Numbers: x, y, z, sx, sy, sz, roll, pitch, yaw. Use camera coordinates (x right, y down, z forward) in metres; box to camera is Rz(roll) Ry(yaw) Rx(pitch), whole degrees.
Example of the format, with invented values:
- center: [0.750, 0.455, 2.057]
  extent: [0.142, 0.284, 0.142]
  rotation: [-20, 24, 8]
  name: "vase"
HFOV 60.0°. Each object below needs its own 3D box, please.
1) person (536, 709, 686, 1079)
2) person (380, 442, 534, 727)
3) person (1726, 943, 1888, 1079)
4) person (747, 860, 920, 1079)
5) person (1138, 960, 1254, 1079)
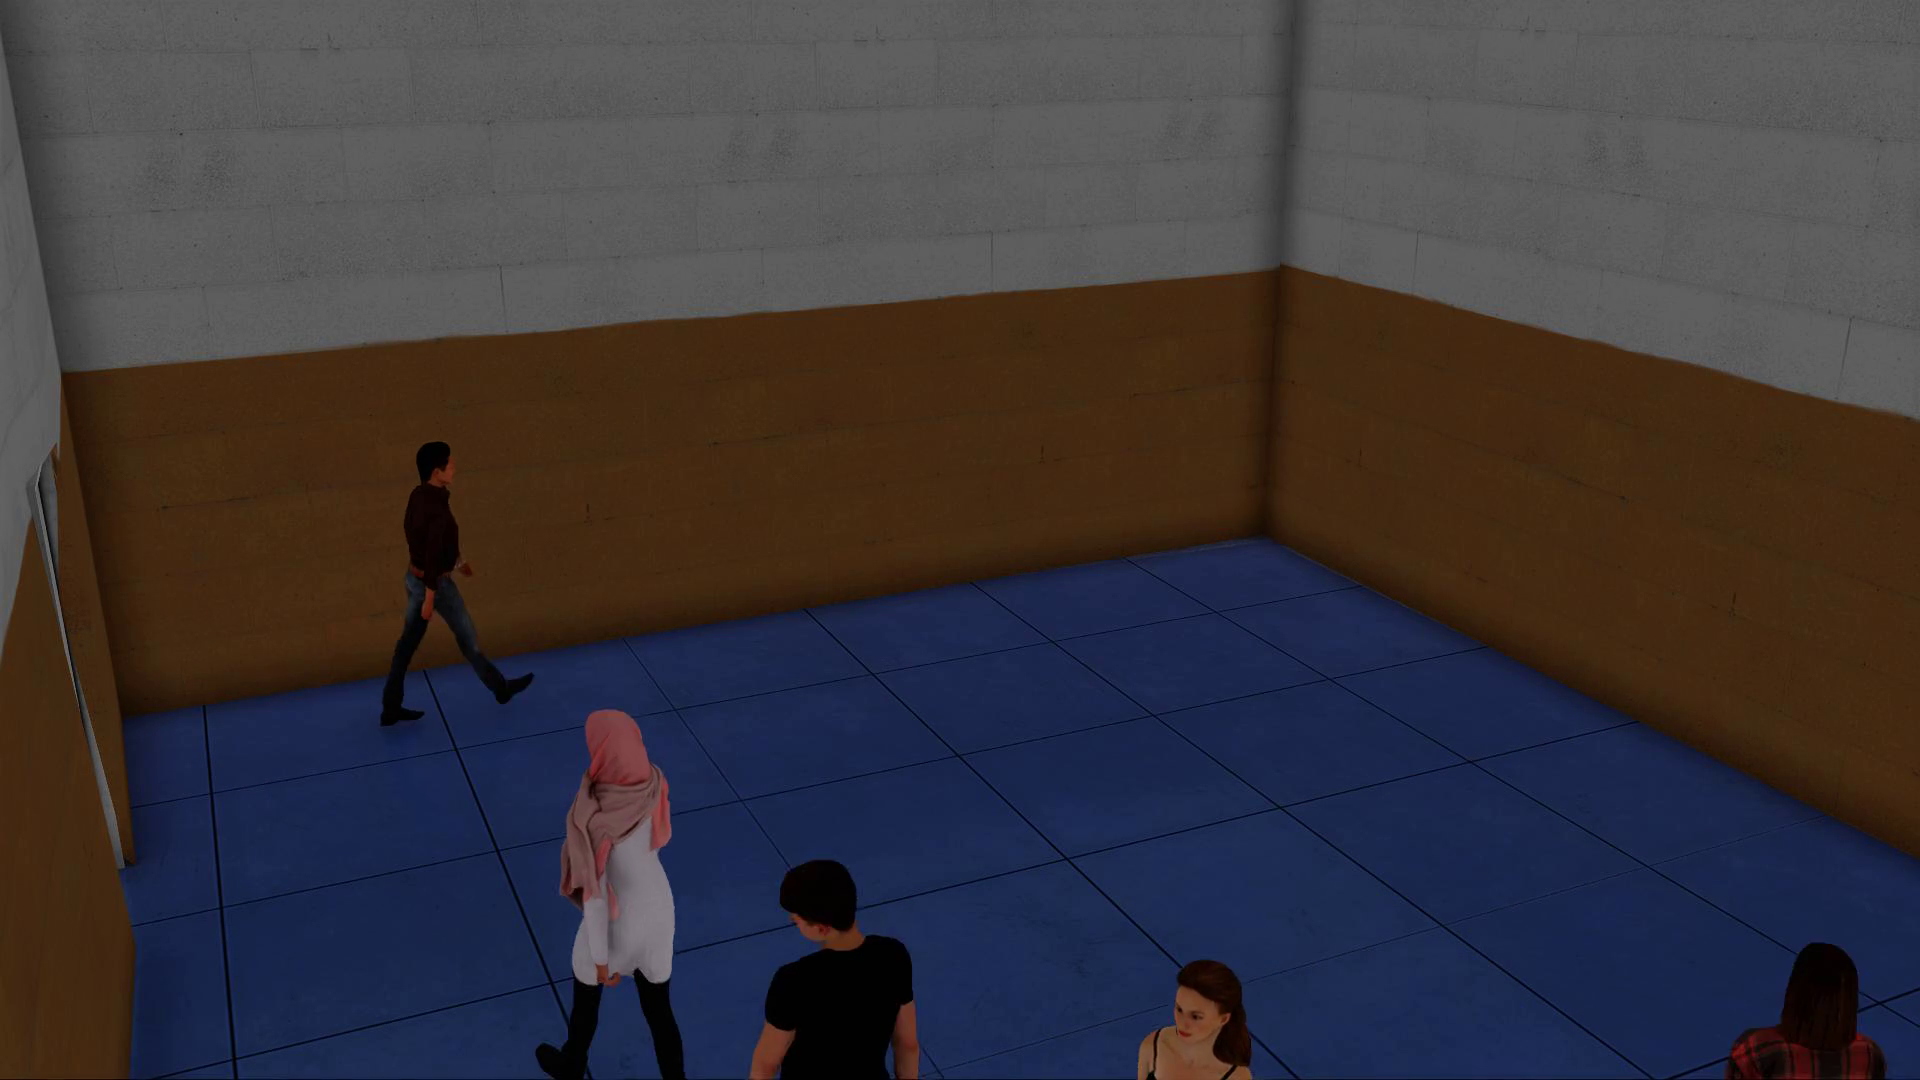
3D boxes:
- center: [-1.201, 1.495, 6.318]
  extent: [0.959, 1.770, 1.070]
  rotation: [16, 24, 38]
  name: "person"
- center: [-3.243, 0.316, 9.903]
  extent: [1.212, 1.713, 0.815]
  rotation: [-13, 23, -34]
  name: "person"
- center: [2.477, 2.002, 4.940]
  extent: [0.917, 1.690, 0.927]
  rotation: [3, 19, 8]
  name: "person"
- center: [-0.371, 1.863, 5.147]
  extent: [1.007, 1.822, 0.869]
  rotation: [-11, 21, -29]
  name: "person"
- center: [0.745, 1.979, 5.122]
  extent: [0.717, 1.617, 0.771]
  rotation: [14, 23, 35]
  name: "person"
